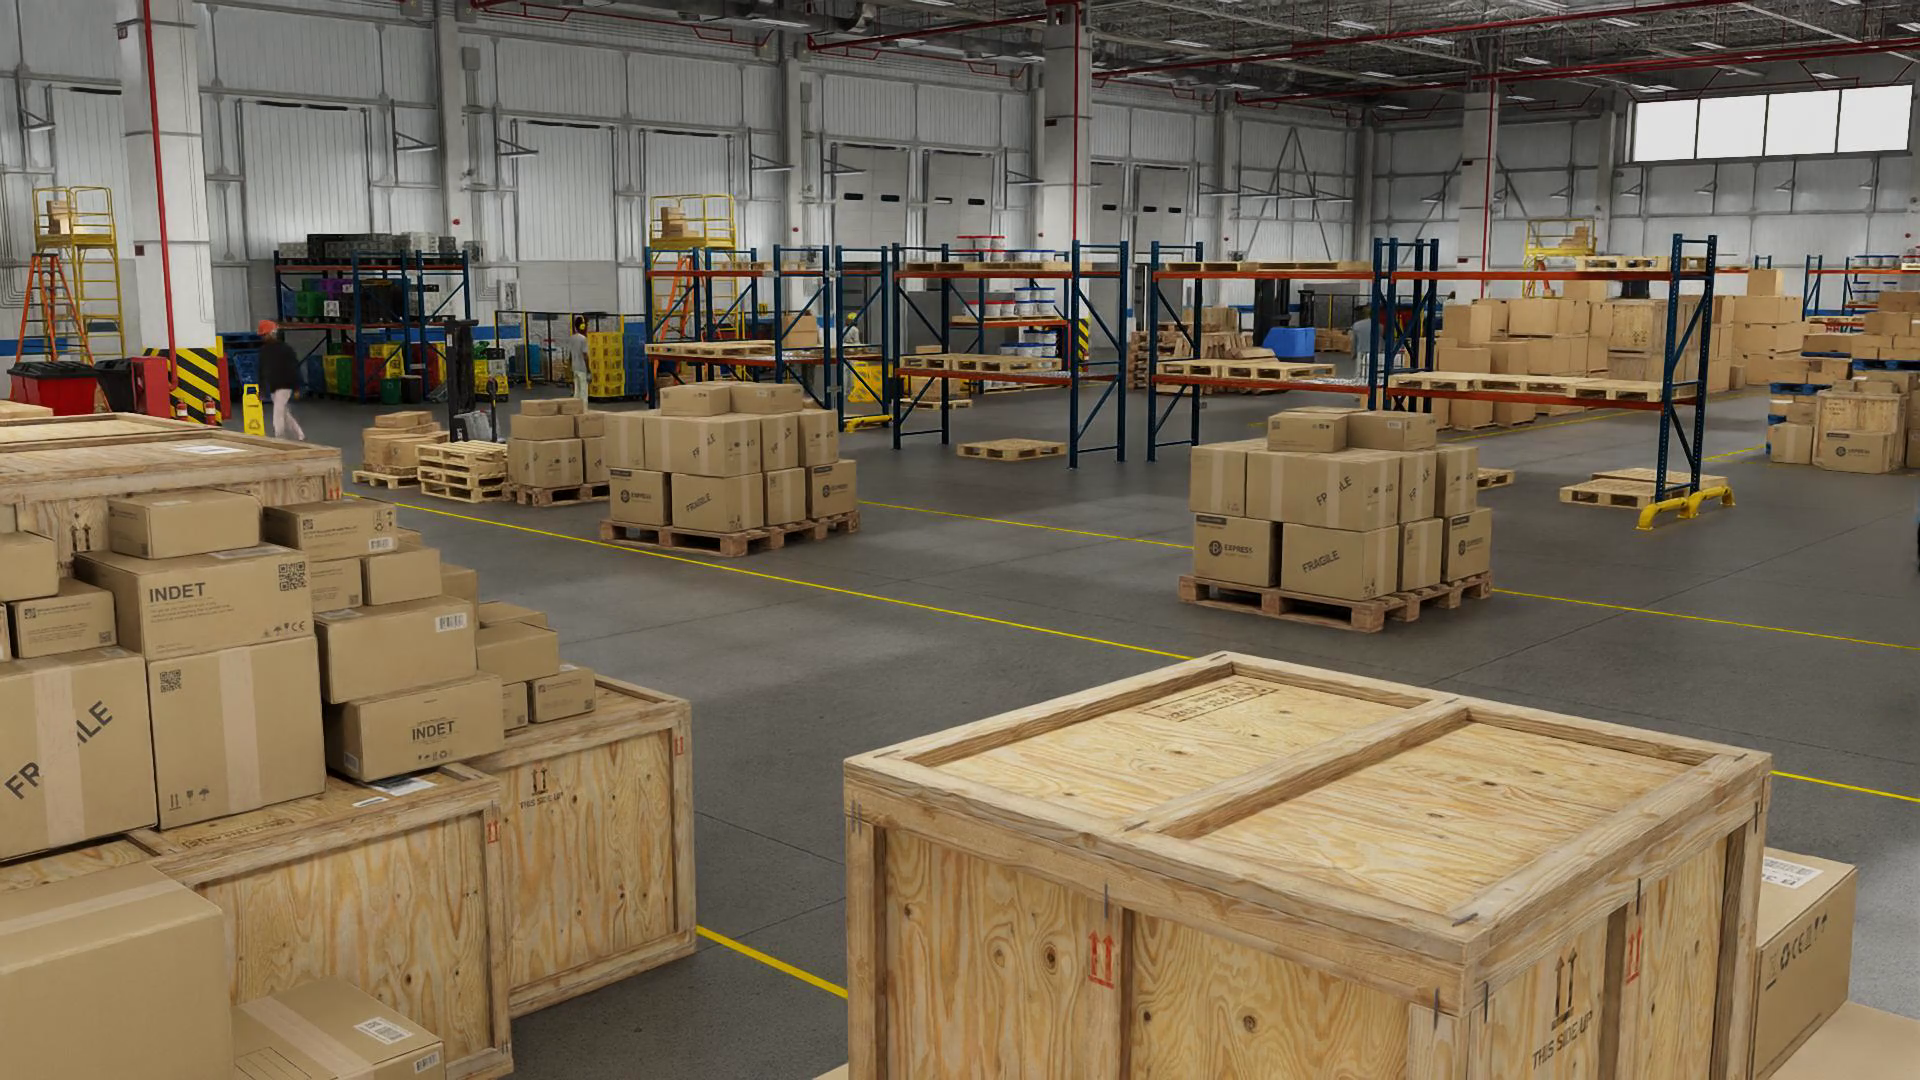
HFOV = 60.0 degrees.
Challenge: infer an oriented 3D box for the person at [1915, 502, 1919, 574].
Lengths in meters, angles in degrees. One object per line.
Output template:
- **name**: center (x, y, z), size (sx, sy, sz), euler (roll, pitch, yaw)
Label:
- **person**: center (6.275, 0.128, 10.404), size (0.552, 1.669, 0.652), euler (9, 13, 43)

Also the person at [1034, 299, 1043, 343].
- **person**: center (2.214, -5.534, 44.614), size (0.848, 1.859, 0.570), euler (-5, 11, -30)

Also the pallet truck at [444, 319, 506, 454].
- **pallet truck**: center (-6.981, -1.942, 22.150), size (1.885, 1.965, 0.823), euler (1, 9, 9)

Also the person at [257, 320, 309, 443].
- **person**: center (-9.717, -2.193, 23.856), size (0.619, 1.946, 0.931), euler (5, 11, 30)

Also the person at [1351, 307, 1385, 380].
- **person**: center (8.164, -3.685, 33.208), size (0.651, 1.907, 0.731), euler (7, 11, 35)

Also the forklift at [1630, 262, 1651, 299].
- **forklift**: center (18.445, -6.158, 45.301), size (1.873, 2.768, 1.129), euler (3, 10, 16)

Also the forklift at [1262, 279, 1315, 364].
- **forklift**: center (8.555, -6.090, 44.881), size (1.873, 2.768, 1.129), euler (9, 13, 43)

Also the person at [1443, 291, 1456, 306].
- **person**: center (16.028, -7.140, 54.201), size (0.627, 1.941, 0.371), euler (9, 13, 44)

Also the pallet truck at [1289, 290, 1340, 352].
- **pallet truck**: center (11.297, -6.951, 52.861), size (1.885, 1.965, 0.823), euler (-5, 11, -29)

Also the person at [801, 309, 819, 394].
- **person**: center (-3.230, -3.986, 35.204), size (0.526, 1.826, 0.582), euler (0, 9, 0)

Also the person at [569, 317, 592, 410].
- **person**: center (-6.329, -2.799, 27.818), size (0.521, 1.865, 0.328), euler (9, 13, 44)

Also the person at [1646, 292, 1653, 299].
- **person**: center (22.170, -7.088, 53.949), size (0.495, 1.924, 0.557), euler (3, 10, 18)

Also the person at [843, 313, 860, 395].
- **person**: center (-2.270, -3.918, 35.066), size (0.484, 1.737, 0.309), euler (9, 13, 44)
